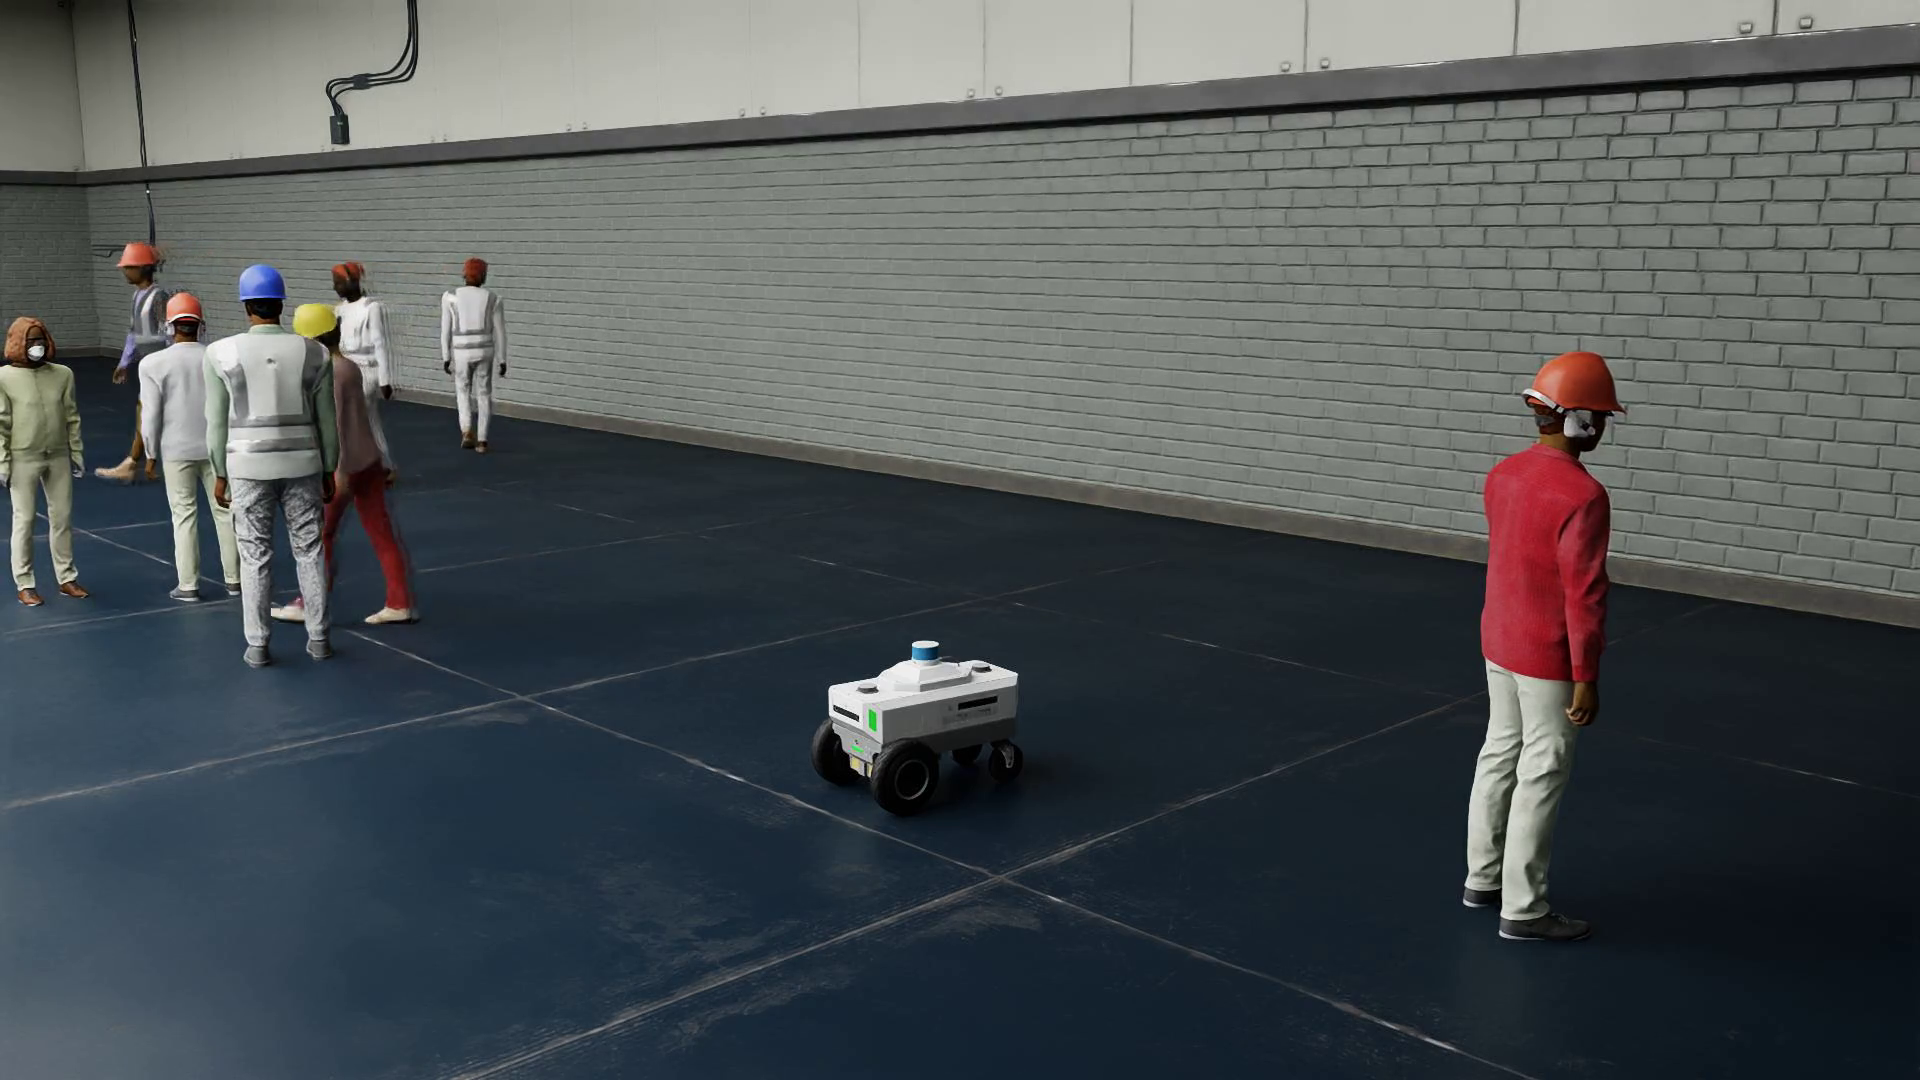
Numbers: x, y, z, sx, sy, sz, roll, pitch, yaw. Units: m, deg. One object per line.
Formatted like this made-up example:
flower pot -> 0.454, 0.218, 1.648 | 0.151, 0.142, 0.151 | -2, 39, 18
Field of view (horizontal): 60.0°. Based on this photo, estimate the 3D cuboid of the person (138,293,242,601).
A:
person -> -4.381, -0.530, 9.518 | 0.574, 1.749, 0.337 | -9, 14, -41

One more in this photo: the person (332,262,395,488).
person -> -4.862, -1.318, 13.519 | 0.587, 1.862, 0.507 | 10, 14, 42

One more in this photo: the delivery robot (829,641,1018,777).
delivery robot -> -0.128, 0.622, 6.249 | 0.707, 0.478, 0.477 | -7, 13, -35

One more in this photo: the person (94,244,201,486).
person -> -6.828, -1.462, 13.928 | 1.002, 1.996, 0.626 | -8, 13, -36

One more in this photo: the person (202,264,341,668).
person -> -3.317, -0.353, 8.063 | 0.601, 1.940, 0.414 | -7, 12, -32

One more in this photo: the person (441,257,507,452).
person -> -4.645, -1.766, 15.934 | 0.604, 1.867, 0.447 | -3, 11, -15

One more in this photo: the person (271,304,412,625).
person -> -3.332, -0.379, 8.789 | 0.842, 1.712, 0.547 | 0, 10, 1

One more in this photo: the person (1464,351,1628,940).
person -> 1.757, 0.315, 4.943 | 0.354, 1.743, 0.567 | -2, 11, -10

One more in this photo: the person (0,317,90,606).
person -> -5.209, -0.445, 9.409 | 0.279, 1.624, 0.494 | 6, 12, 31
